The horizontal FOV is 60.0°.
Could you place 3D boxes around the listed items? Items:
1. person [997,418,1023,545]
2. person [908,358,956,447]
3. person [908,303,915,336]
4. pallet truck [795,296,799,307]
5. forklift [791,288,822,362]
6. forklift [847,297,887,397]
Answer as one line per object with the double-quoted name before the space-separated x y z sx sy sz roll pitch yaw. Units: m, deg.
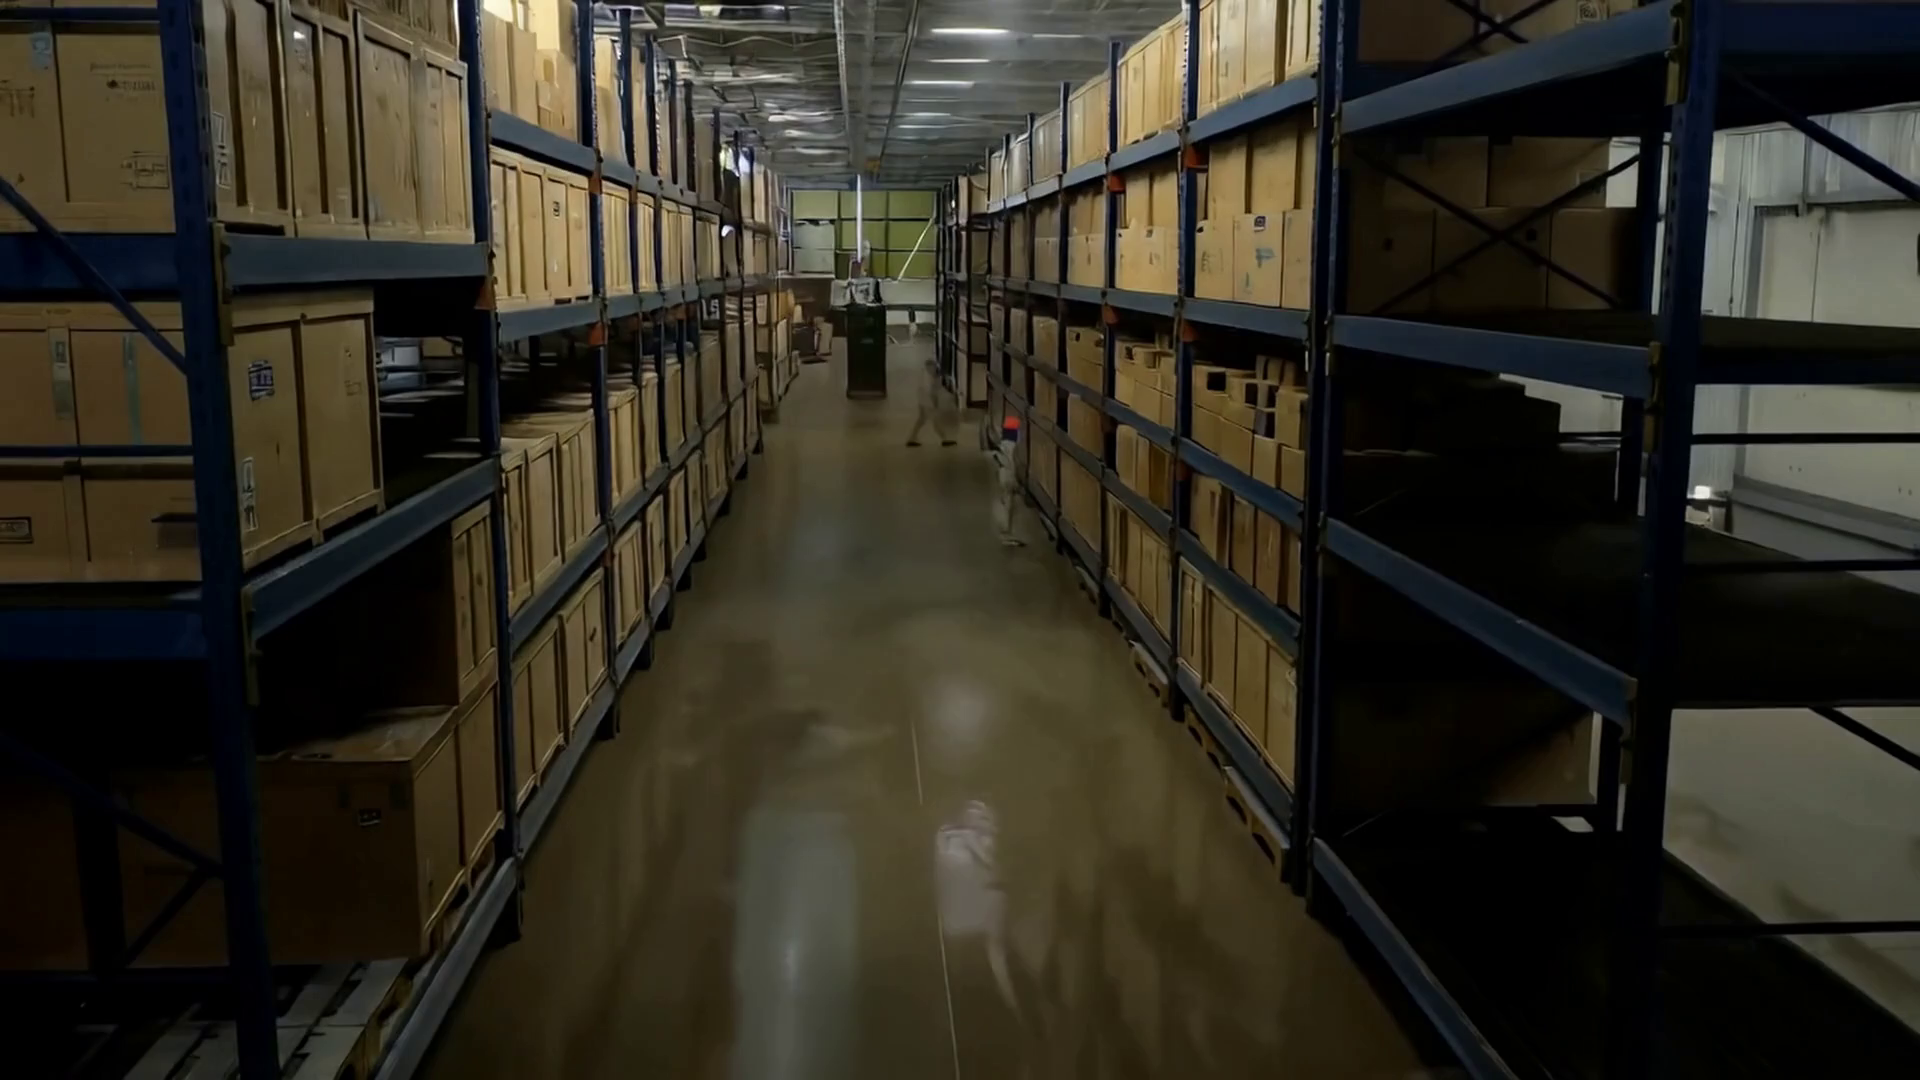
"person" 0.689 -0.797 22.648 0.311 1.735 0.484 -2 10 -12
"person" -0.617 -2.851 34.567 1.010 1.853 0.646 -1 10 -6
"person" -2.518 -11.501 86.731 0.320 1.687 0.538 5 11 26
"pallet truck" -8.622 -12.439 91.403 1.885 1.965 0.823 2 10 13
"forklift" -6.290 -8.276 63.901 1.129 2.768 1.873 -7 12 -36
"forklift" -2.681 -5.567 47.722 1.129 2.768 1.873 -1 10 -3
